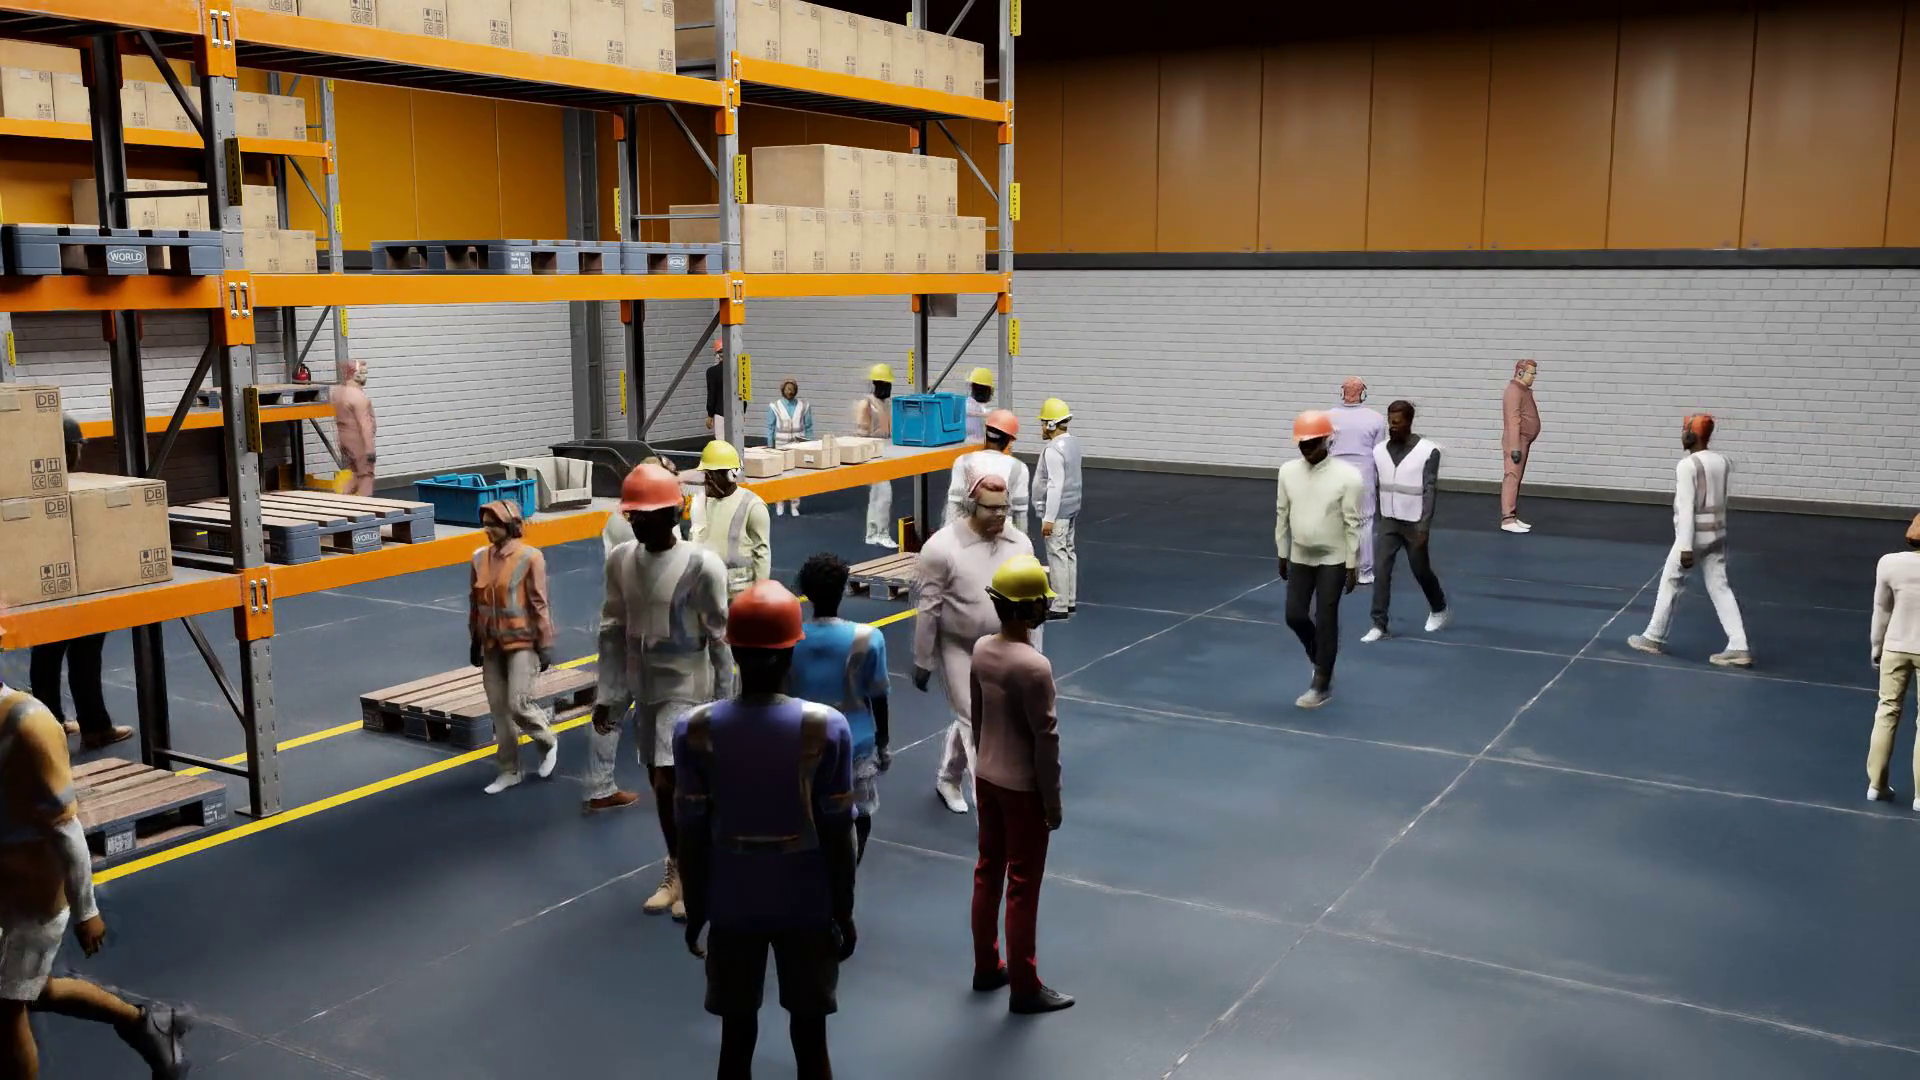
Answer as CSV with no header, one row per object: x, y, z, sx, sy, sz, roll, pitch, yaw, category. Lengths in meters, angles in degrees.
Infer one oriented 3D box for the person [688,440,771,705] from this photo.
-1.445,0.297,10.217,0.601,1.830,0.403,5,11,31,person

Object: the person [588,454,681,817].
-1.598,0.490,8.801,0.887,1.893,0.673,-9,12,-43,person

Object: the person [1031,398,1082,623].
0.784,-0.240,13.569,0.403,1.830,0.600,3,10,20,person

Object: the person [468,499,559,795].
-2.457,0.579,9.095,0.533,1.623,0.398,5,10,27,person

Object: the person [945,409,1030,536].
0.194,0.035,11.685,0.607,1.887,0.686,0,9,-3,person

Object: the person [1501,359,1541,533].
6.184,-1.041,18.358,0.406,1.902,0.639,4,10,23,person

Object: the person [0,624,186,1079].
-2.890,1.056,5.287,0.581,1.902,0.822,7,11,36,person

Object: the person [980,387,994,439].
0.343,-0.993,18.988,0.803,1.601,0.532,-4,10,-25,person

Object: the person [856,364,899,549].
-0.748,-0.855,17.148,0.650,1.907,0.613,5,10,29,person

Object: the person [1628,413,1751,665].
5.435,-0.009,12.175,0.591,1.833,0.967,-5,11,-30,person

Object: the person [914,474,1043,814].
0.111,0.576,8.458,0.651,1.844,1.040,-5,11,-31,person

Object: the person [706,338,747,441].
-3.103,-1.677,22.045,0.612,1.990,0.392,-7,12,-39,person

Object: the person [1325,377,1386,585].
3.583,-0.538,15.207,0.641,1.905,0.410,4,10,23,person

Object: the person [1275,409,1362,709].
2.363,0.108,10.957,0.633,1.970,0.591,7,11,37,person

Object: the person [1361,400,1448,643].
3.499,-0.161,12.945,0.594,1.884,0.895,9,13,44,person

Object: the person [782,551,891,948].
-0.568,0.887,7.021,0.536,1.677,0.672,2,9,12,person

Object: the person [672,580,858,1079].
-0.571,1.081,4.993,0.542,1.939,0.368,0,9,3,person

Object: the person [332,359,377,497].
-6.674,-1.050,18.416,0.499,1.894,0.672,-9,12,-43,person

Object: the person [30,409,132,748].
-5.363,0.222,10.036,0.688,2.000,0.536,4,10,22,person

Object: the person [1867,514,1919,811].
5.093,0.622,8.827,0.272,1.627,0.502,-7,12,-39,person

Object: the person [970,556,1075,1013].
0.228,0.935,6.439,0.312,1.768,0.527,-6,11,-31,person

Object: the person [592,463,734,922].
-1.318,0.672,7.281,0.605,2.023,0.512,6,11,32,person

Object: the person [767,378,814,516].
-1.968,-1.072,19.399,0.529,1.623,0.422,-2,9,-14,person

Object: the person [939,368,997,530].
0.198,-0.821,17.063,0.970,1.863,0.624,-2,9,-11,person
